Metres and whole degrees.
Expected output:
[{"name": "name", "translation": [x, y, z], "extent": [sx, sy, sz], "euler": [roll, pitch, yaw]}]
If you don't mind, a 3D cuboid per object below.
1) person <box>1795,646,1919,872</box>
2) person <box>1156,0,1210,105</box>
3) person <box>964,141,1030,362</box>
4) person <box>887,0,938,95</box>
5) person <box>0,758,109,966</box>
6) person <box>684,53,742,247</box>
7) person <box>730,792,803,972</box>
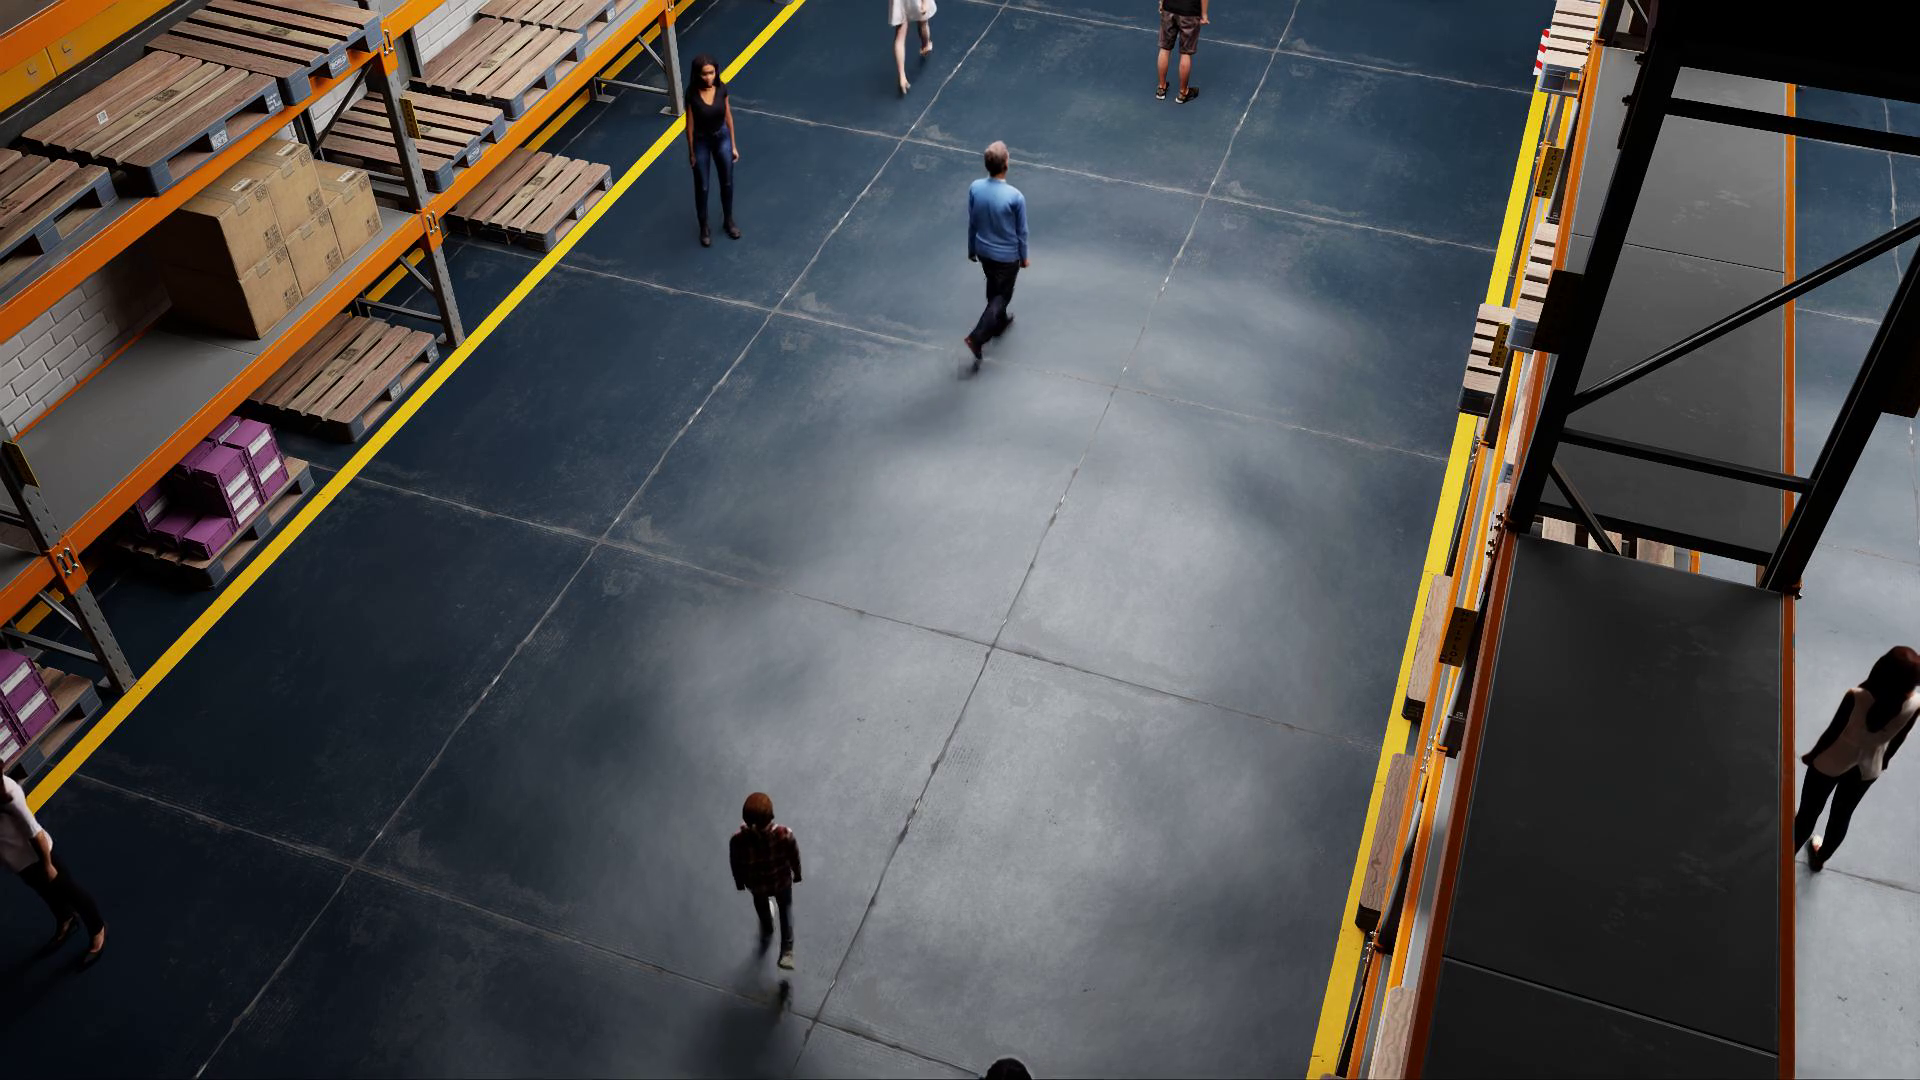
[{"name": "person", "translation": [5.019, 1.265, 9.389], "extent": [0.647, 1.784, 0.598], "euler": [5, 44, 6]}, {"name": "person", "translation": [2.127, -5.123, 16.038], "extent": [0.698, 1.862, 0.623], "euler": [20, 47, 20]}, {"name": "person", "translation": [0.259, -2.242, 13.061], "extent": [0.835, 1.796, 1.118], "euler": [25, 49, 24]}, {"name": "person", "translation": [-0.541, -5.210, 16.226], "extent": [0.662, 1.729, 1.162], "euler": [12, 45, 12]}, {"name": "person", "translation": [-5.025, 1.664, 8.962], "extent": [0.610, 1.795, 0.517], "euler": [16, 46, 16]}, {"name": "person", "translation": [-2.137, -3.388, 14.309], "extent": [0.659, 1.734, 0.722], "euler": [-15, 46, -16]}, {"name": "person", "translation": [-1.053, 1.876, 9.103], "extent": [0.746, 1.294, 0.887], "euler": [-6, 44, -6]}]
